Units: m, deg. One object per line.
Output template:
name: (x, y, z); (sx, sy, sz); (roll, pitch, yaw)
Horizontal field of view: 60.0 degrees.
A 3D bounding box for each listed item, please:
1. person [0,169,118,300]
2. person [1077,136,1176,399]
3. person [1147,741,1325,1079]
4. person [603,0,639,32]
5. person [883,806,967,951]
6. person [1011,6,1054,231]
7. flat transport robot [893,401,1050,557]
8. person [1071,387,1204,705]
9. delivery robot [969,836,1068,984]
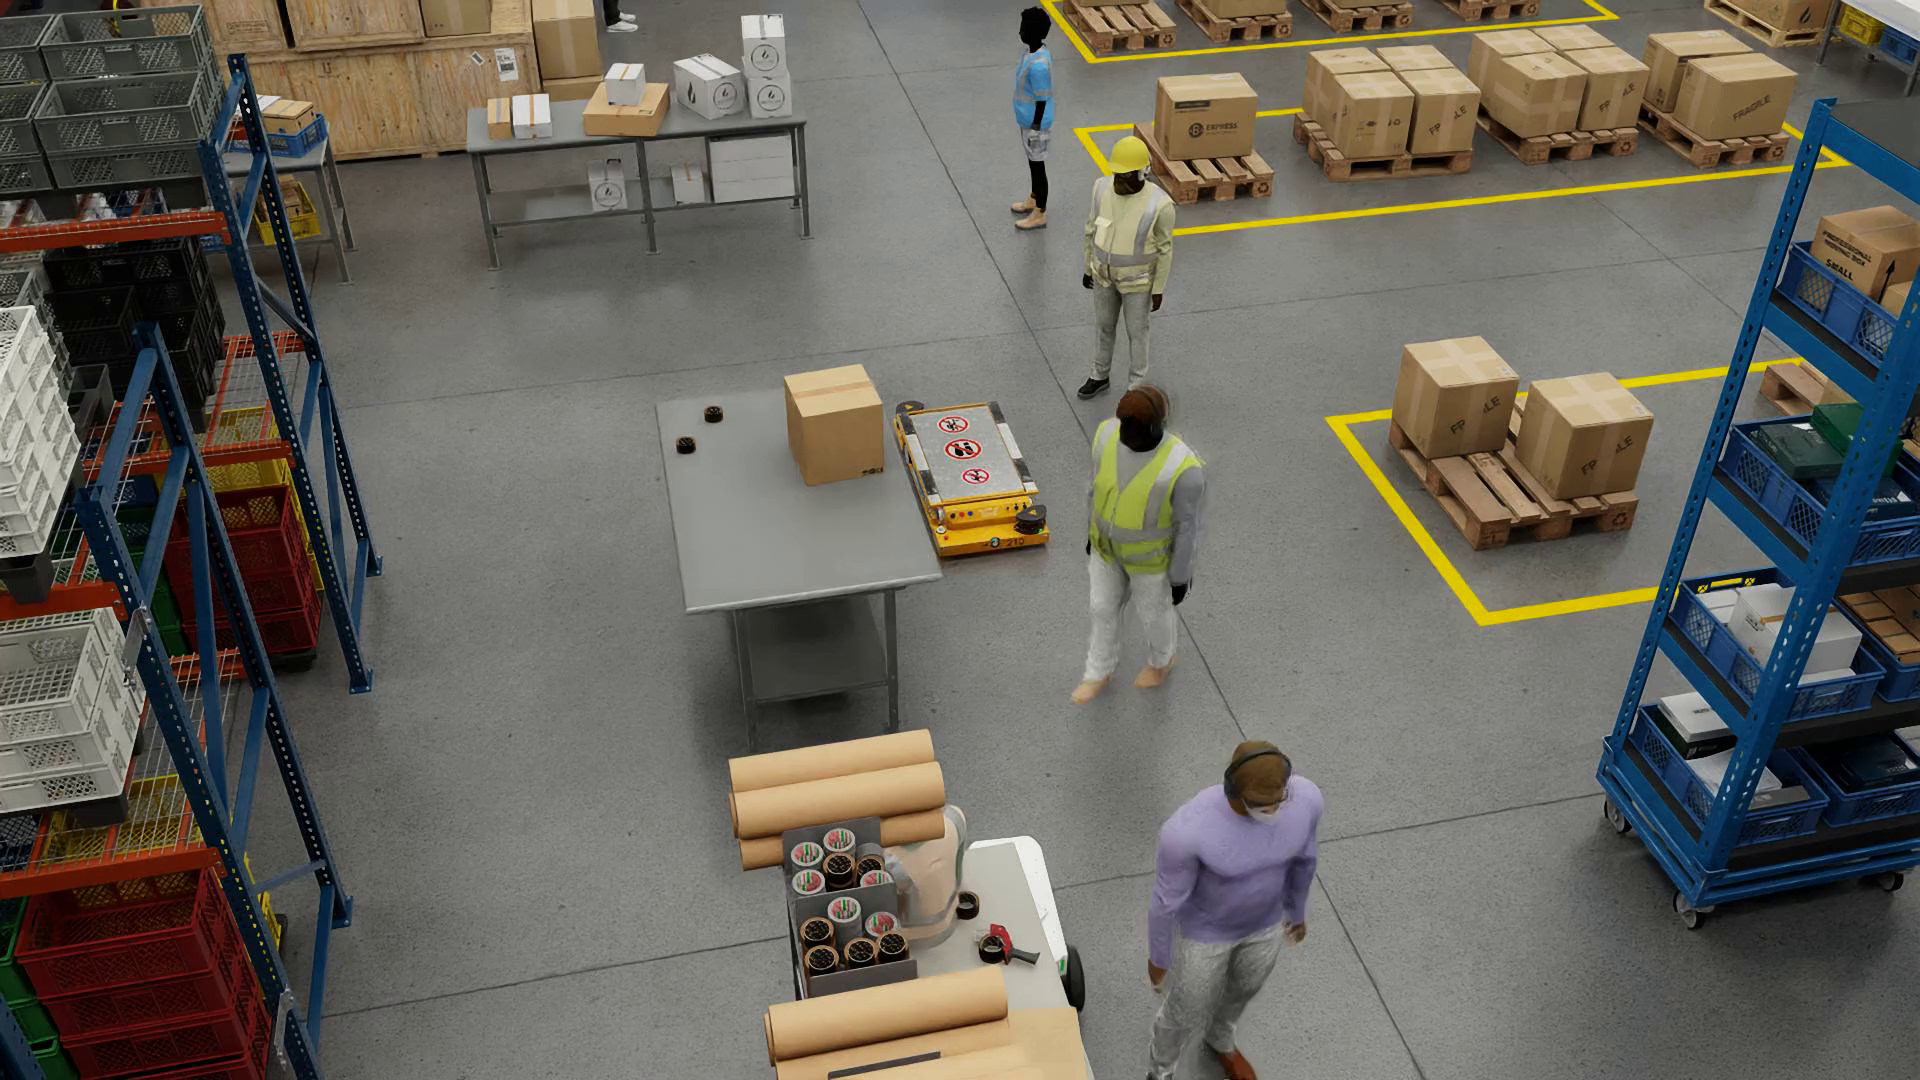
person: (-5.722, -1.871, 10.719); (0.629, 1.866, 0.806); (-28, 45, -32)
person: (1.025, -1.672, 10.479); (0.600, 1.831, 0.404); (22, 42, 27)
person: (1.018, 1.471, 6.210); (0.669, 1.921, 0.473); (-13, 39, -17)
person: (-3.417, -5.907, 16.110); (0.385, 1.912, 0.592); (-9, 38, -12)
person: (-0.155, 1.515, 6.365); (0.322, 1.630, 0.518); (27, 44, 31)
person: (0.554, -3.203, 12.648); (0.315, 1.696, 0.541); (-2, 37, -3)
flat transport robot: (0.046, -0.430, 10.108); (0.652, 0.197, 1.431); (-8, 37, -10)
person: (0.890, 0.031, 8.217); (0.640, 1.834, 0.690); (27, 44, 31)
delivery robot: (0.231, 1.591, 7.081); (0.477, 0.478, 0.707); (-5, 37, -7)
